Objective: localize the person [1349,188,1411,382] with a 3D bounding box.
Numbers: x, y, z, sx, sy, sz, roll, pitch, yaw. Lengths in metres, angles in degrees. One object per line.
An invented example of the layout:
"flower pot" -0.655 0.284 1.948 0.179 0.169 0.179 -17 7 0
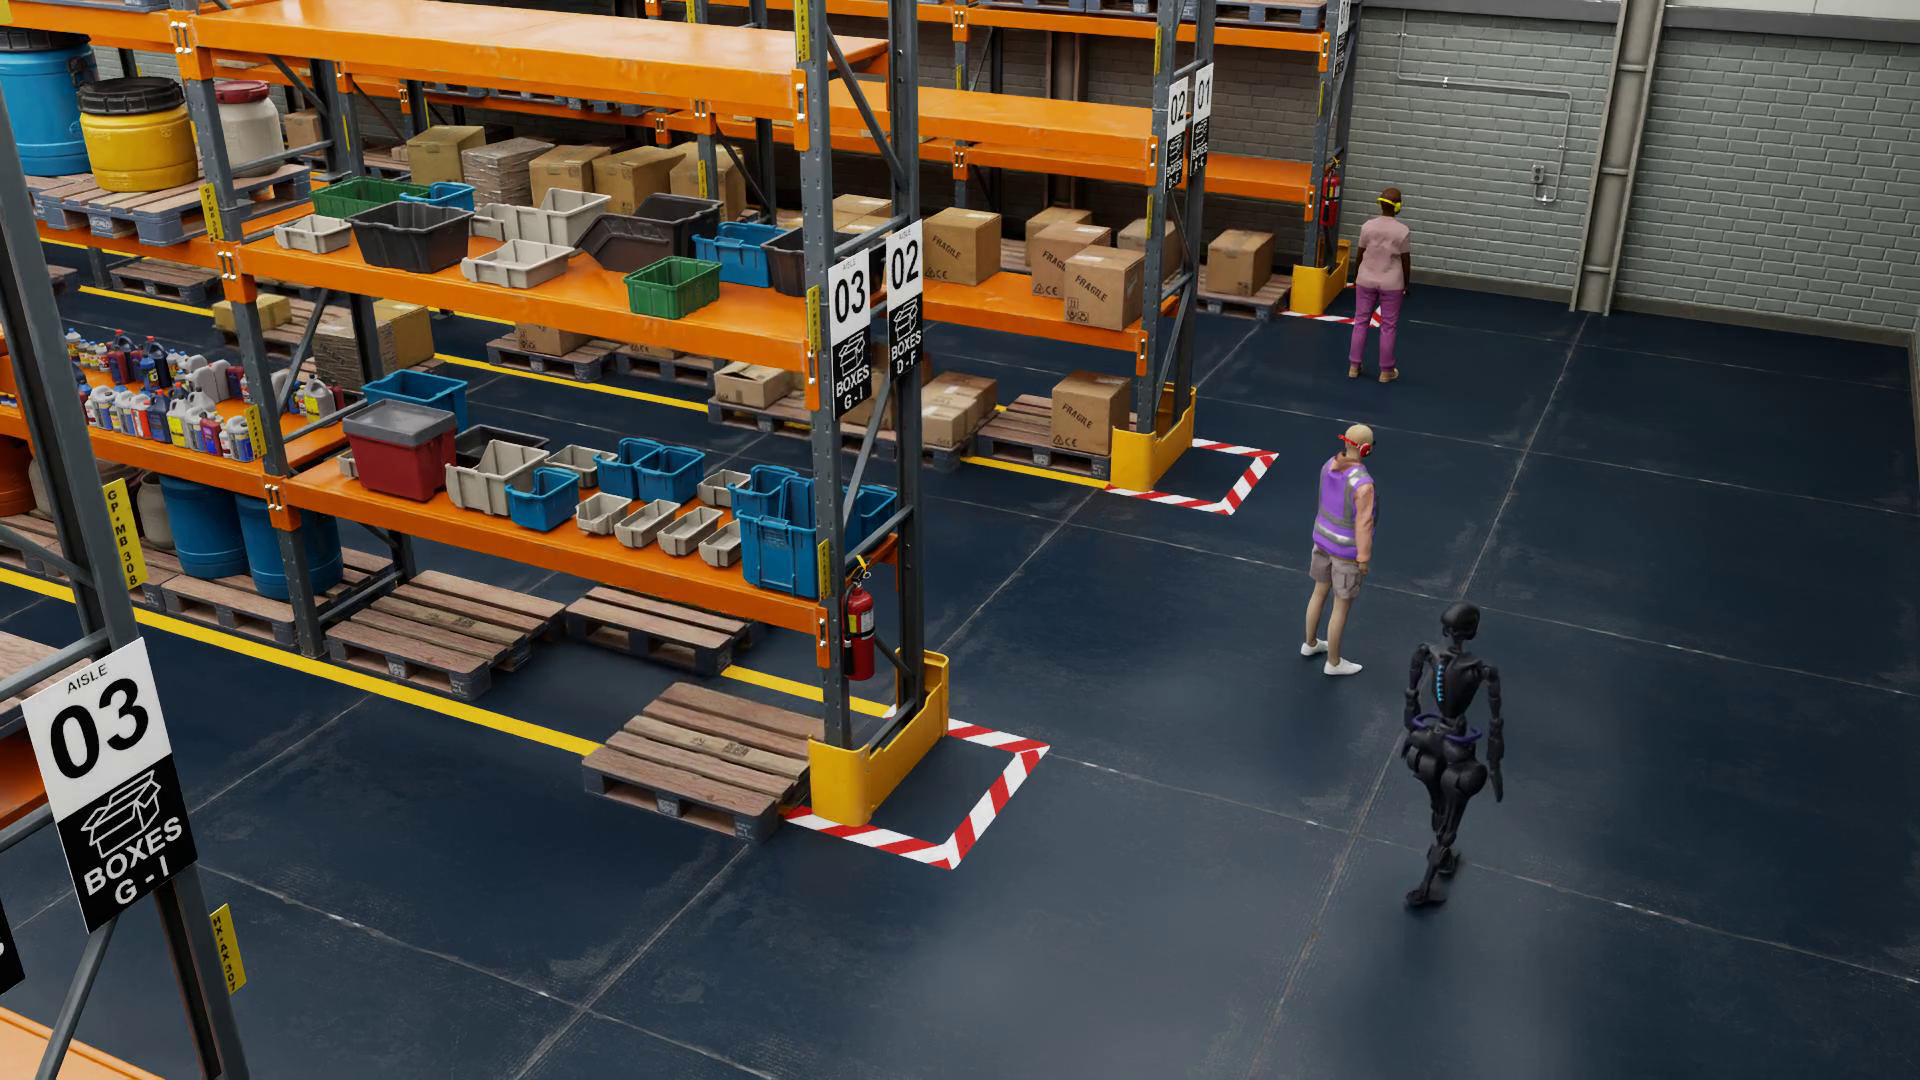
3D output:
"person" 3.881 -2.353 15.343 0.539 1.799 0.330 14 30 27

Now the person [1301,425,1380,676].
"person" 2.427 0.058 10.587 0.348 1.688 0.490 -11 28 -21

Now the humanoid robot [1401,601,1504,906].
"humanoid robot" 2.516 1.085 8.527 0.602 1.640 0.612 -19 32 -34
